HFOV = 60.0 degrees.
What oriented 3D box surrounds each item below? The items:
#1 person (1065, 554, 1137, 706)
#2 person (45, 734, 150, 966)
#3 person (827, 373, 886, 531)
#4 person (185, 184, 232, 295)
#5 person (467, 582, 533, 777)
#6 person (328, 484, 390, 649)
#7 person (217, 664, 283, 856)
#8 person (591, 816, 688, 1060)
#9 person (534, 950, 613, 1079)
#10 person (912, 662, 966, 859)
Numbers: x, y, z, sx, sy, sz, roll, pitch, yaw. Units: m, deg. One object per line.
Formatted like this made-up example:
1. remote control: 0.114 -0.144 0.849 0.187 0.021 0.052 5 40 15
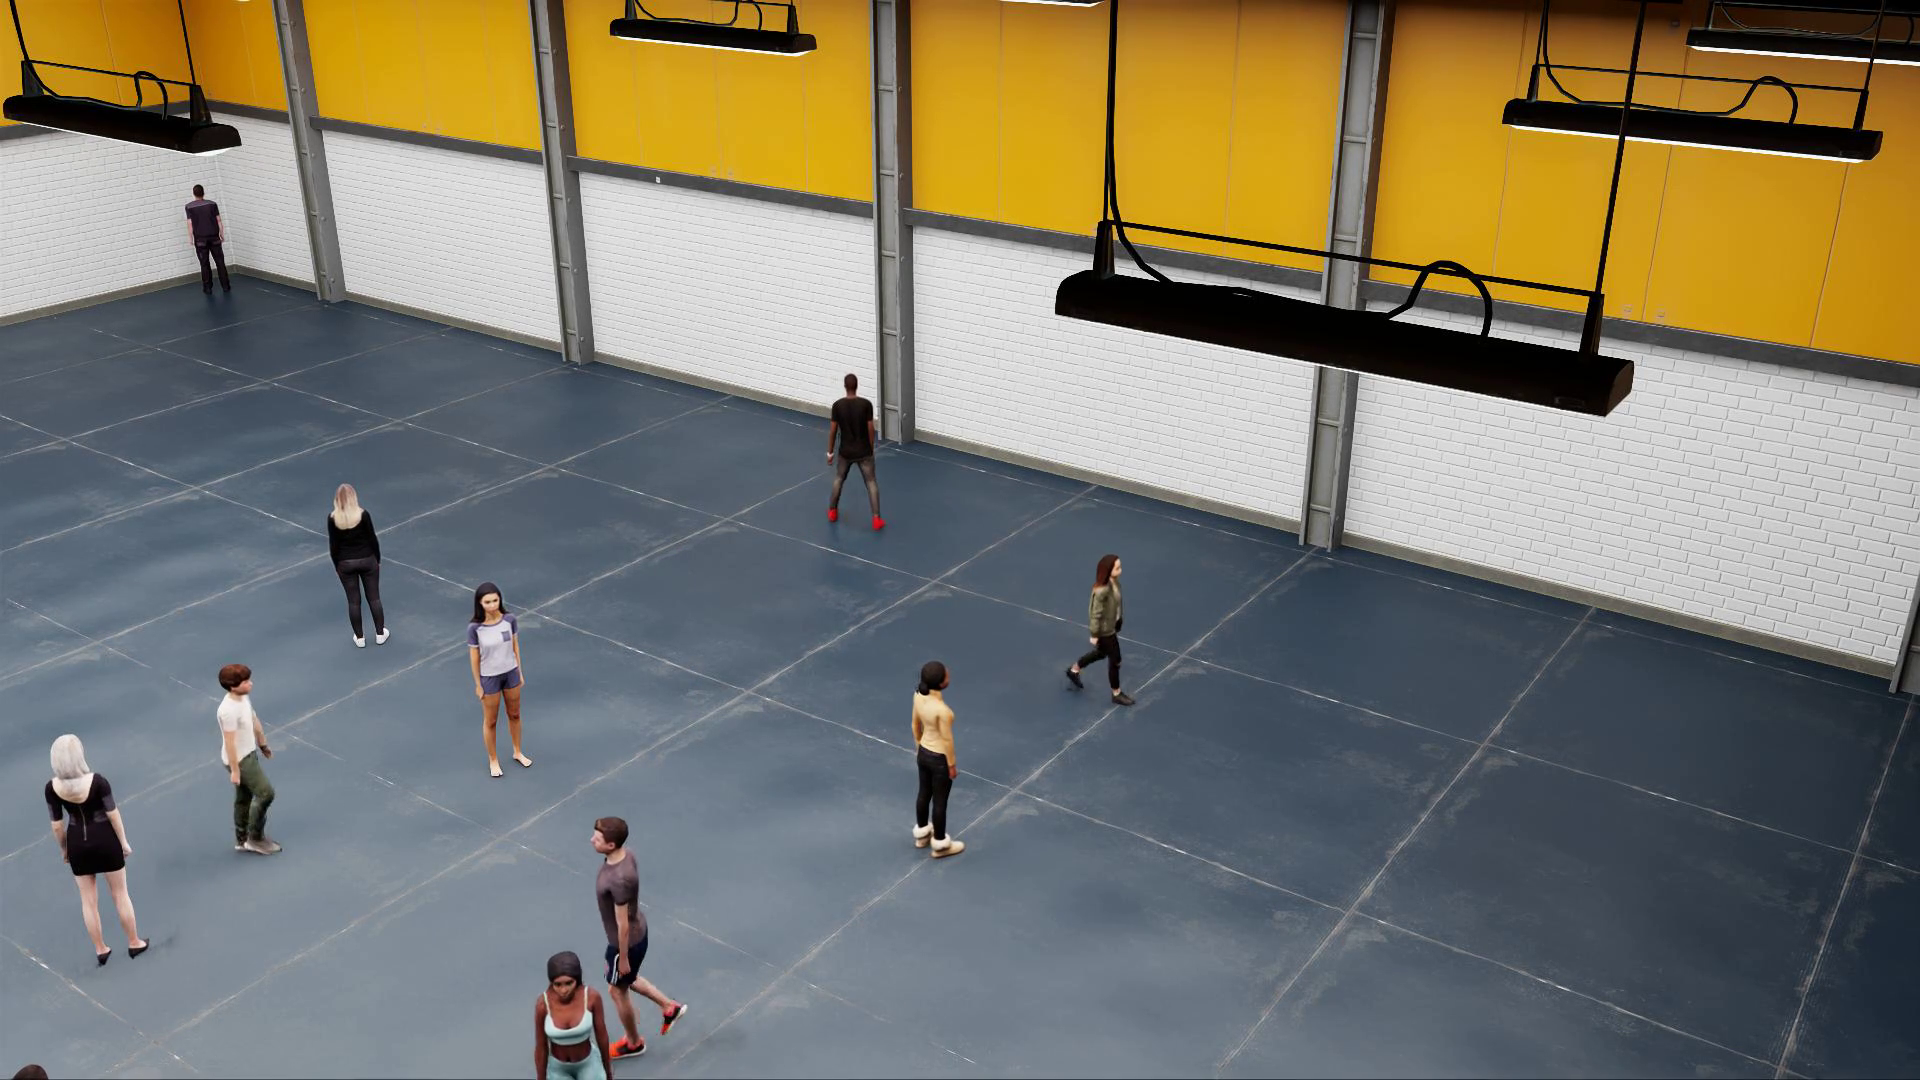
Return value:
1. person: 1.275 0.807 15.249 0.990 1.450 0.666 11 26 23
2. person: -6.080 2.164 11.669 0.656 1.829 0.703 -5 24 -12
3. person: -1.246 -1.004 18.994 0.952 1.767 1.091 3 24 7
4. person: -12.841 -5.147 28.374 0.797 1.846 0.762 -13 27 -27
5. person: -3.914 1.156 14.095 0.642 1.734 0.611 -17 29 -33
6. person: -5.884 0.247 16.233 0.686 1.687 0.721 -7 25 -16
7. person: -5.664 1.716 12.933 0.791 1.640 0.729 -5 24 -12
8. person: -2.082 2.561 10.752 0.976 1.838 0.915 -4 24 -9
9. person: -2.247 3.067 9.746 0.673 1.714 0.744 -2 24 -4
10. person: -0.202 1.692 12.961 0.708 1.660 0.565 -19 30 -36
